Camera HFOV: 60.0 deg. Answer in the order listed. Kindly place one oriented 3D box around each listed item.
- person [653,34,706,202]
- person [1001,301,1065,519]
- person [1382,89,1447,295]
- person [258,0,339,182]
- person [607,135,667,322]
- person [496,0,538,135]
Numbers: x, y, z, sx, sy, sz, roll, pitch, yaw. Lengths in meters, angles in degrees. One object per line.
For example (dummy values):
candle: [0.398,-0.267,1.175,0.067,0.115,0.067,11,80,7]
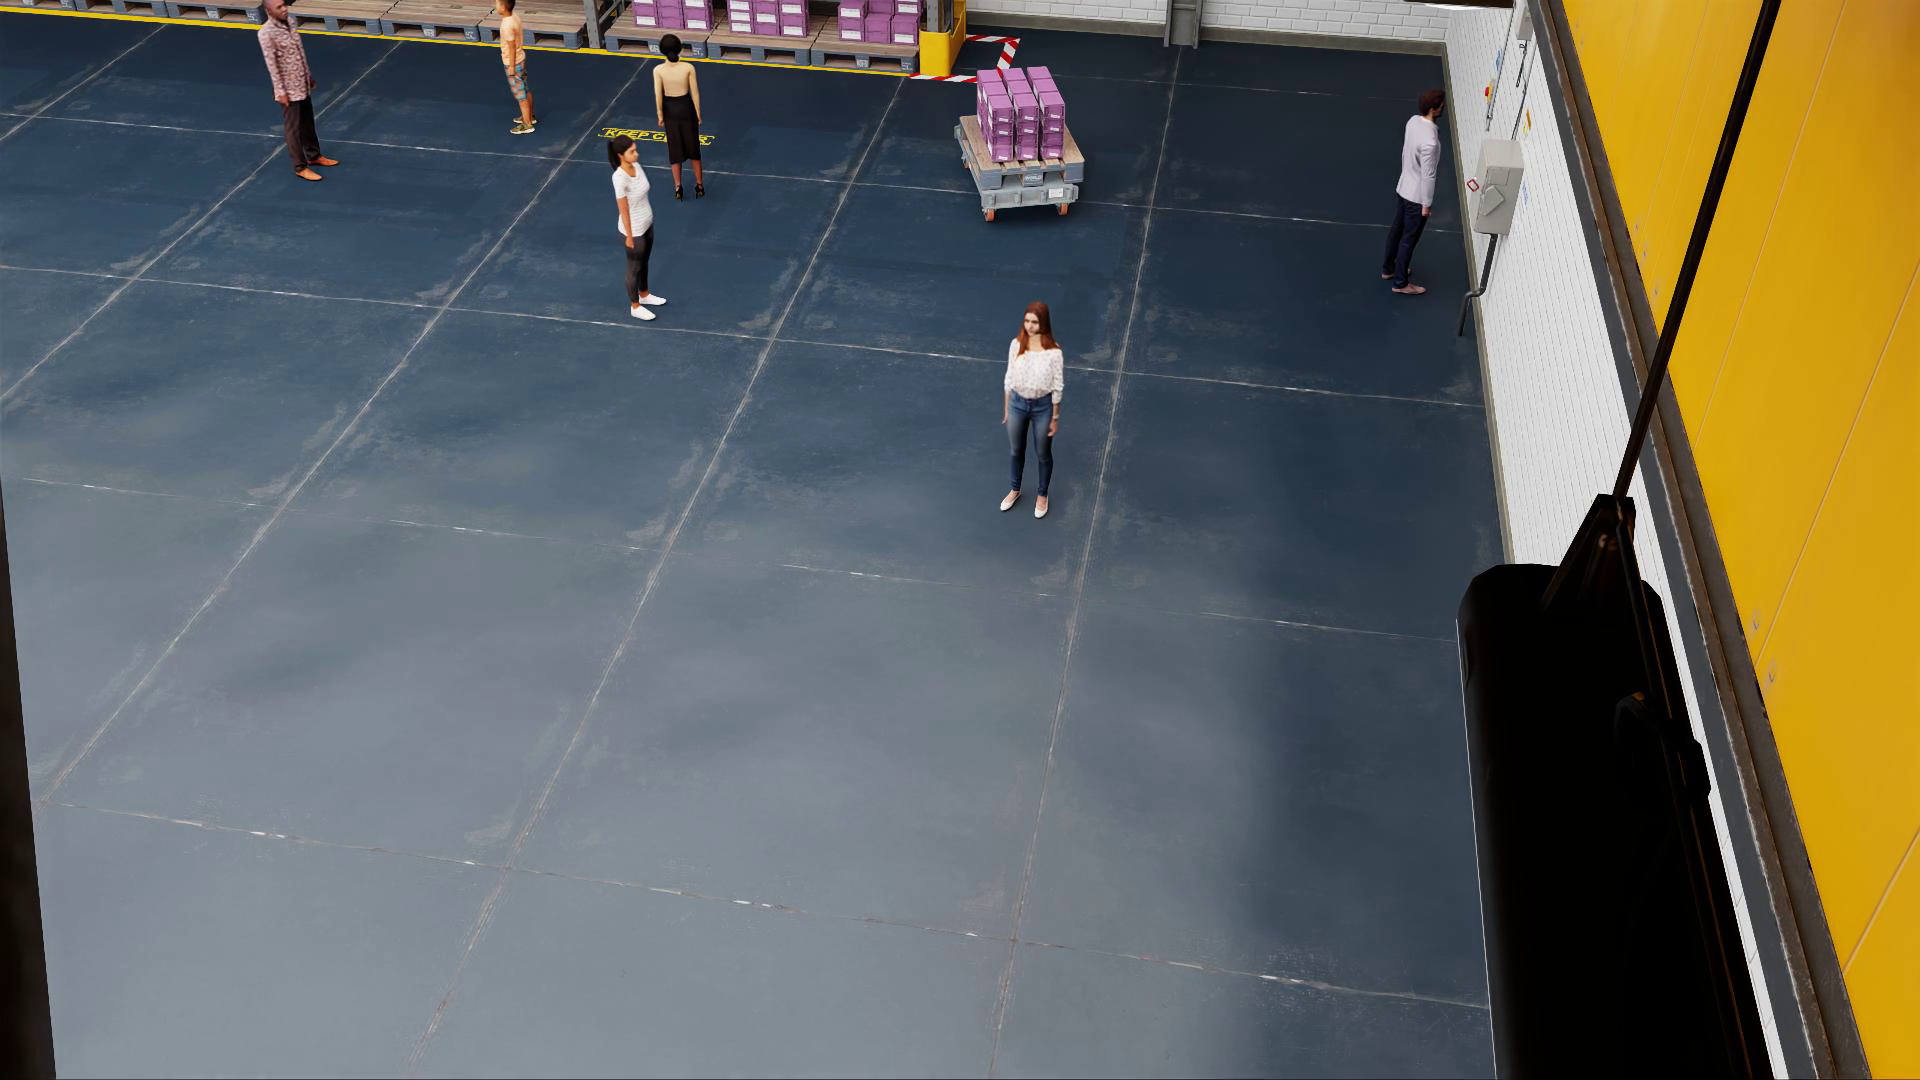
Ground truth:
person: [-2.679,-4.032,15.885,0.581,1.653,0.700,-6,39,-7]
person: [0.520,-0.951,11.966,0.502,1.728,0.671,13,40,16]
person: [3.965,-3.054,14.501,0.691,1.852,0.743,-5,39,-6]
person: [-6.553,-4.464,16.301,0.586,1.808,0.685,8,39,10]
person: [-2.779,-2.687,14.205,0.536,1.647,0.575,9,39,11]
person: [-4.593,-4.952,17.191,0.552,1.461,0.568,-2,39,-2]
